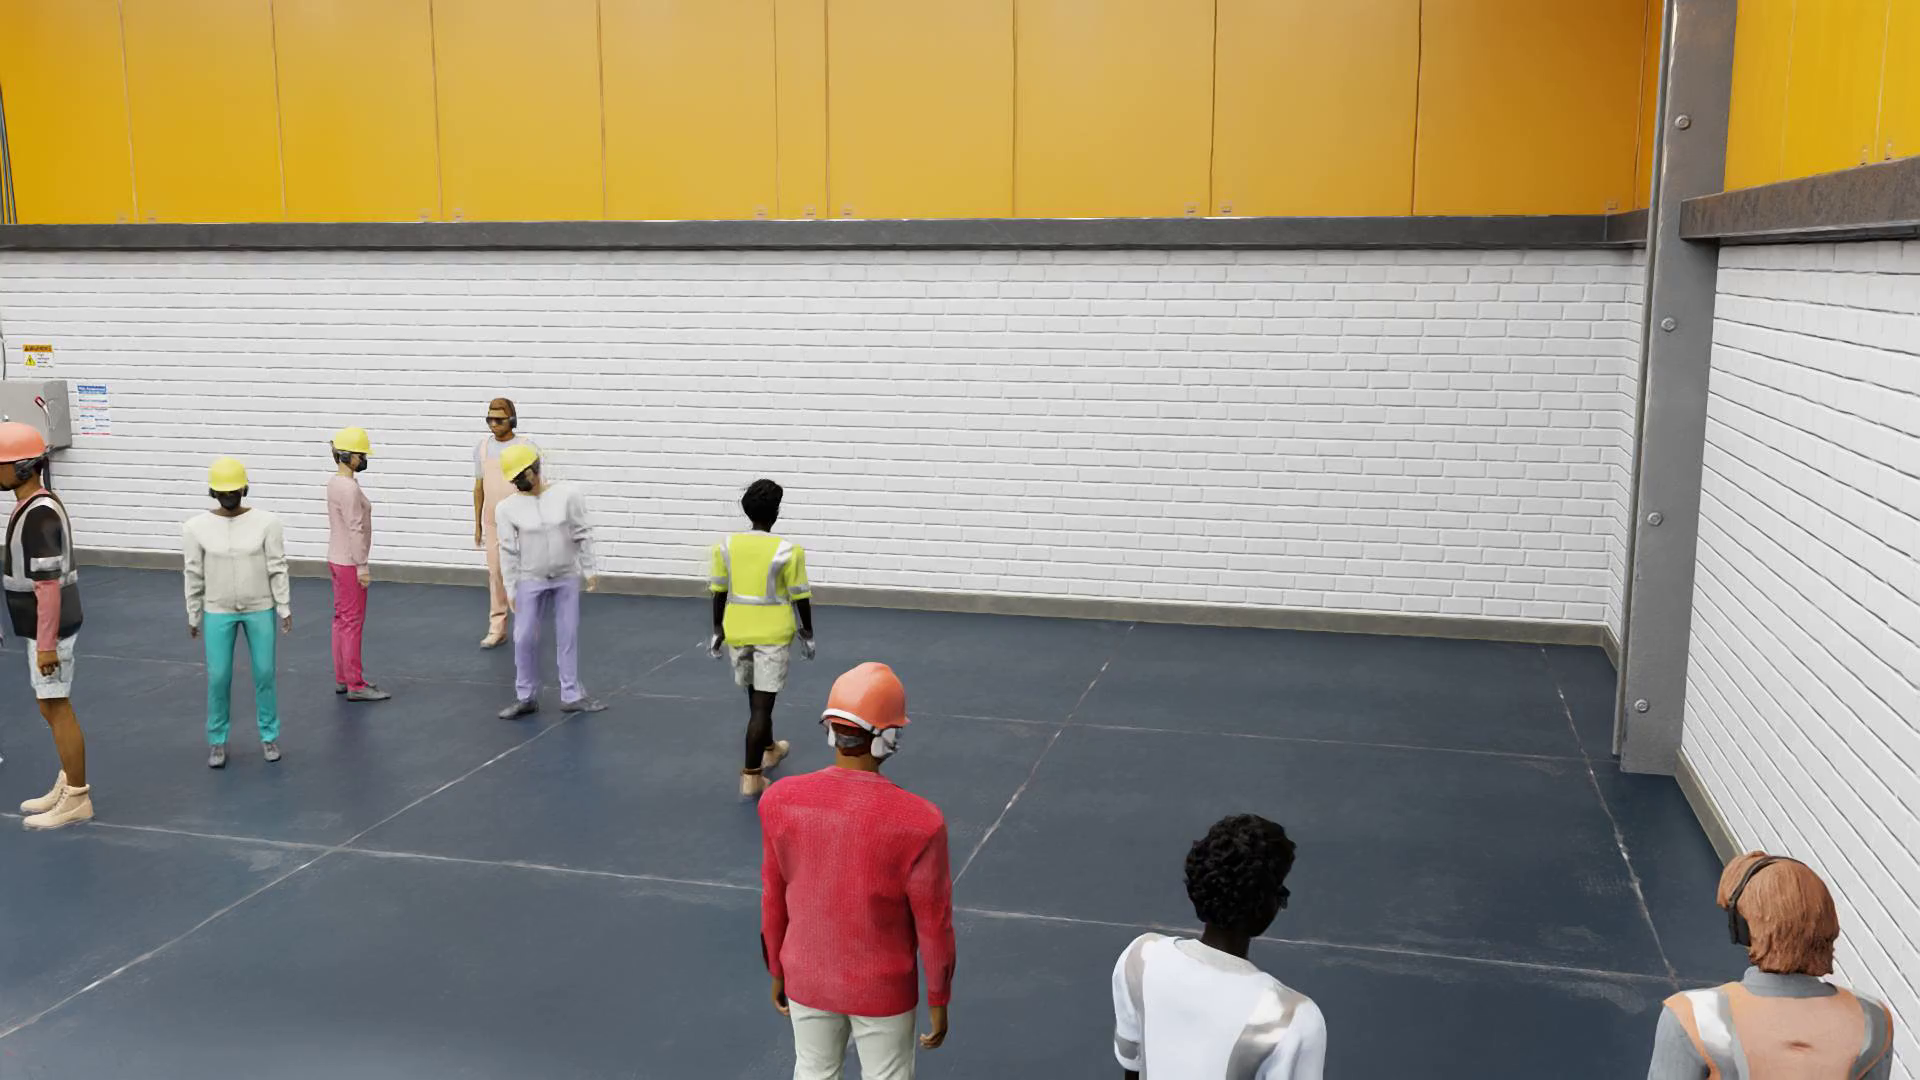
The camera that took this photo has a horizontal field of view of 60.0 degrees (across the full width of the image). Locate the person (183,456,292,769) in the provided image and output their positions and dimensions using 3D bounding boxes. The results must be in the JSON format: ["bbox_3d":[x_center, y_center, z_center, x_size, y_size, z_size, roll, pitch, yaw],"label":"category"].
[{"bbox_3d":[-4.013,0.399,9.262,0.534,1.755,0.350,-4,11,-24],"label":"person"}]

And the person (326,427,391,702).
[{"bbox_3d":[-3.894,0.154,10.697,0.327,1.761,0.522,-6,11,-32],"label":"person"}]

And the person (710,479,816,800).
[{"bbox_3d":[-1.003,0.498,8.910,0.554,1.663,0.796,4,10,22],"label":"person"}]

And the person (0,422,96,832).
[{"bbox_3d":[-4.589,0.428,8.274,0.403,2.036,0.614,-6,11,-31],"label":"person"}]

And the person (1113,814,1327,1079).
[{"bbox_3d":[0.545,1.405,3.541,0.320,1.686,0.539,-9,13,-43],"label":"person"}]

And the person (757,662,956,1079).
[{"bbox_3d":[-0.275,1.196,4.619,0.574,1.740,0.349,3,10,19],"label":"person"}]

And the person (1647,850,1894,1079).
[{"bbox_3d":[1.649,1.447,3.455,0.528,1.630,0.319,-1,10,-6],"label":"person"}]

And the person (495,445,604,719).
[{"bbox_3d":[-2.506,0.260,10.207,0.641,1.719,0.324,-5,11,-25],"label":"person"}]

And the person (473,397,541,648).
[{"bbox_3d":[-3.277,-0.119,12.053,0.512,1.842,0.328,1,10,8],"label":"person"}]
